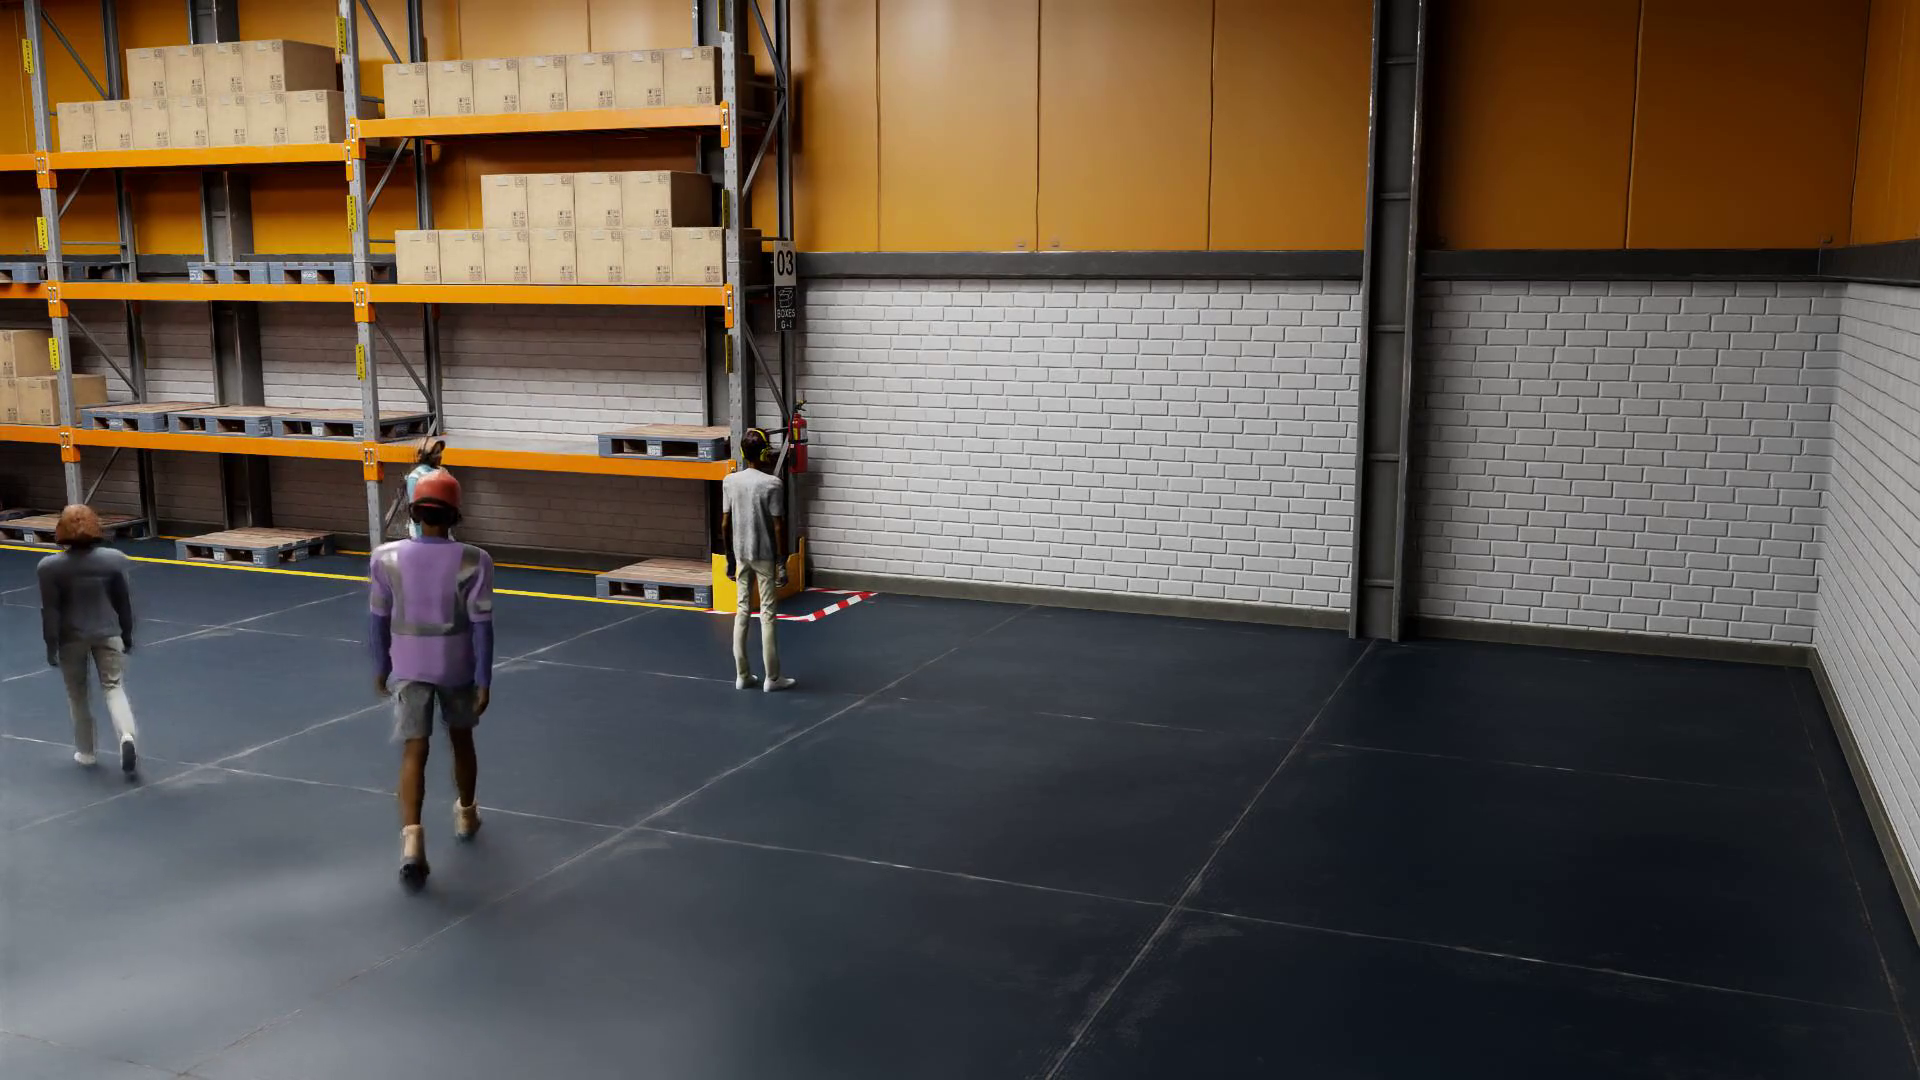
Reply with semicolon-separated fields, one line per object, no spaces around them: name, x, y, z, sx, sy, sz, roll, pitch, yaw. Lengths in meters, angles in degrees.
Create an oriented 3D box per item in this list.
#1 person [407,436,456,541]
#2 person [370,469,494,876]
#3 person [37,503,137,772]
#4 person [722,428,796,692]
person;-4.283;-0.036;13.598;0.477;1.621;0.538;3;10;20
person;-2.651;0.647;8.374;0.622;2.004;1.028;-2;10;-10
person;-5.140;0.590;9.855;0.501;1.615;0.688;-8;12;-40
person;-1.445;0.142;11.798;0.515;1.872;0.333;4;10;24
